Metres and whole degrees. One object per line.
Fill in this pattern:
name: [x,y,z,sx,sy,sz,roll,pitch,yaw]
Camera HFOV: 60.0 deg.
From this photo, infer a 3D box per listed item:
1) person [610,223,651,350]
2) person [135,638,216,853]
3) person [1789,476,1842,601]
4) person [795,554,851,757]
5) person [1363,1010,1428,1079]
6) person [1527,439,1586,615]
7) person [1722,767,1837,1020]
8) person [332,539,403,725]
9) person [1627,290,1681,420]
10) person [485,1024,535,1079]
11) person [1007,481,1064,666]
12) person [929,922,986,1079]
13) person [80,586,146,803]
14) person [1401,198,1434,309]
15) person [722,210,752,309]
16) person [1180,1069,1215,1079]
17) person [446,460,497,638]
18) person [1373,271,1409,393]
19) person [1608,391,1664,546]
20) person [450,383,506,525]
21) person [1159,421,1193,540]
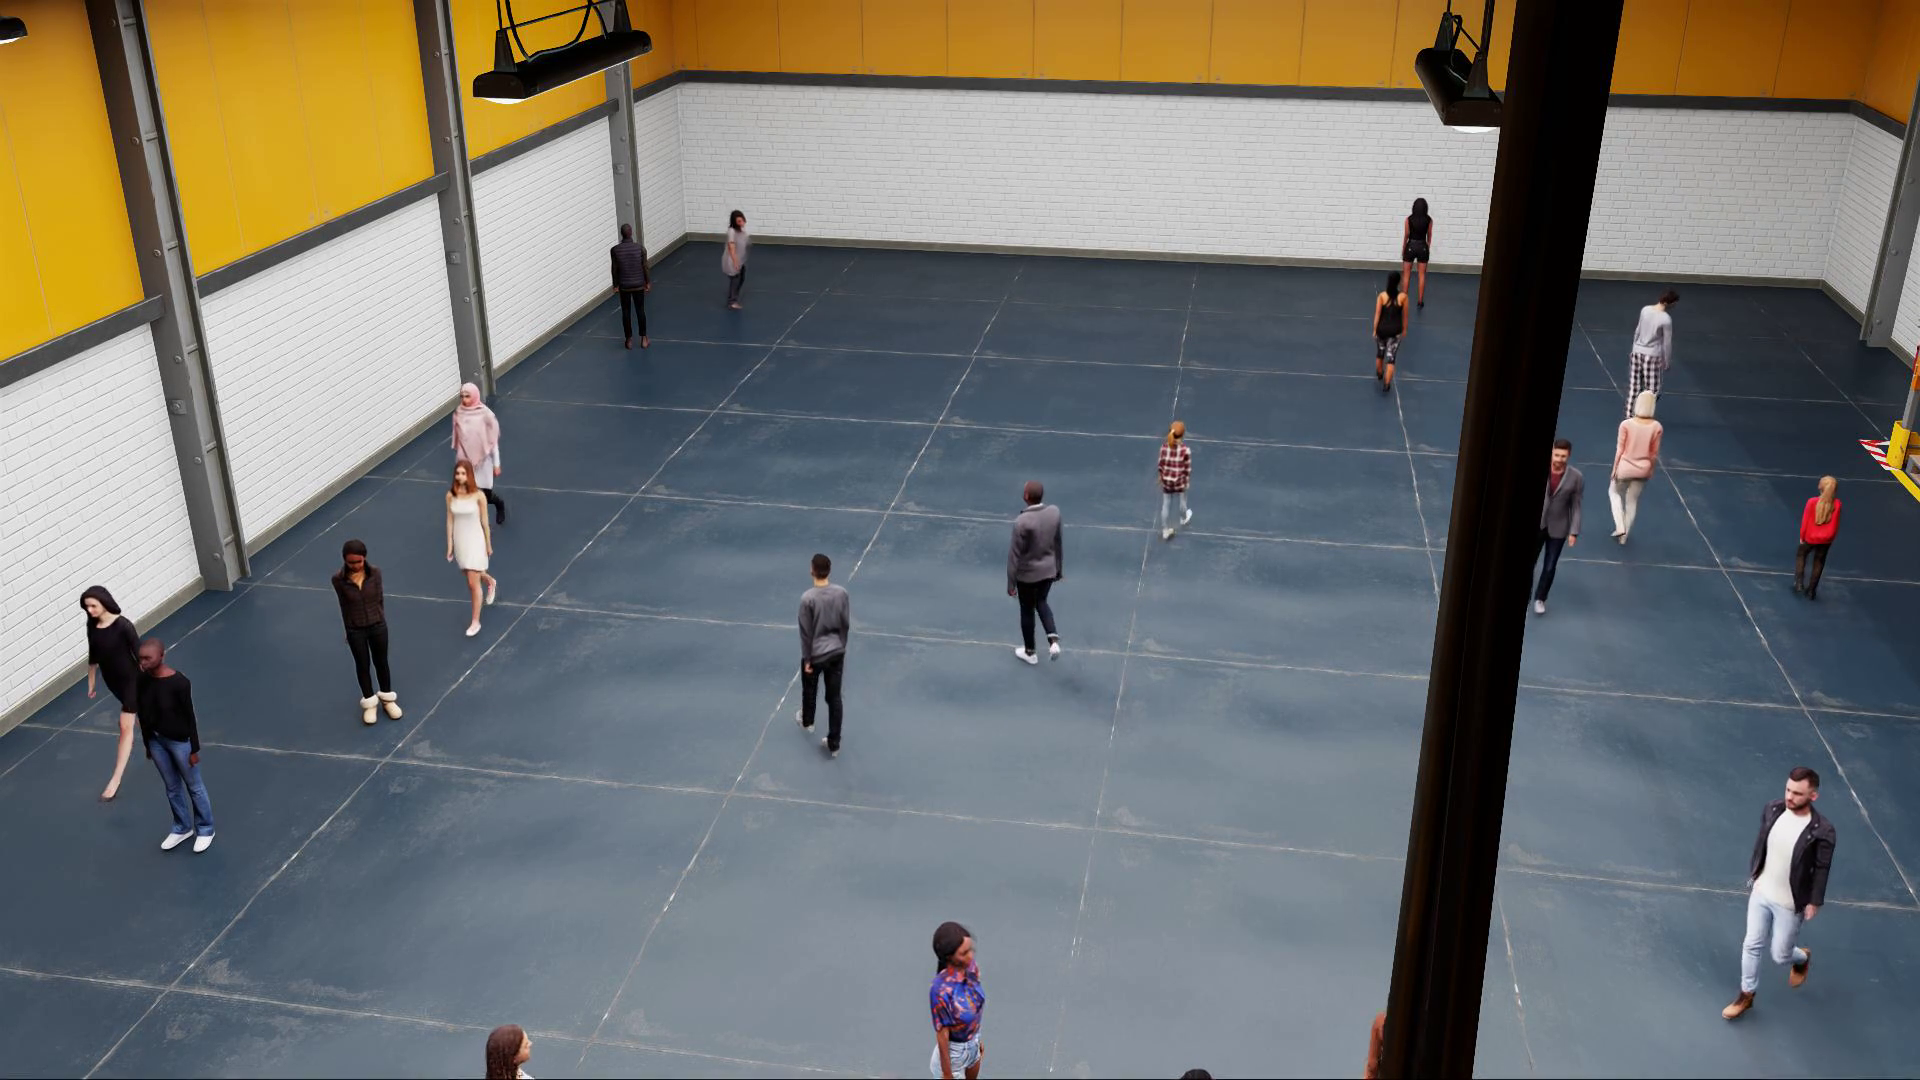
person: [-4.823,-3.725,24.361,0.768,1.835,0.696,-4,24,-9]
person: [-5.904,1.514,12.482,0.595,1.750,0.532,3,24,7]
person: [8.548,-0.001,16.542,0.522,1.273,0.529,7,25,16]
person: [-1.092,0.982,13.721,0.951,1.731,1.069,-11,26,-23]
person: [2.319,3.112,8.808,1.219,1.763,1.067,-22,32,-40]
person: [5.703,-0.136,16.136,0.854,1.846,1.015,9,25,20]
person: [5.327,2.261,10.690,1.061,1.816,1.016,-14,27,-29]
person: [-5.130,0.746,14.349,0.703,1.661,0.762,-7,25,-17]
person: [8.772,-2.346,21.231,0.875,1.814,0.940,21,31,39]
person: [-2.316,3.260,8.603,1.120,1.658,1.046,-16,28,-33]
person: [0.738,0.339,15.094,0.933,1.809,0.989,-13,27,-26]
person: [-0.027,2.892,9.333,0.707,1.746,0.560,12,26,26]
person: [-6.607,1.149,13.319,0.789,1.748,1.181,9,25,20]
person: [7.231,-4.555,26.376,0.604,1.741,0.511,3,24,6]
person: [-3.590,-4.453,26.351,0.776,1.574,0.608,-1,24,-3]
person: [1.245,3.344,8.911,0.640,1.256,0.577,-15,28,-31]
person: [-4.686,0.013,16.005,0.562,1.679,1.111,5,24,11]
person: [5.819,-2.796,22.503,0.618,1.620,1.083,5,24,11]
person: [7.157,-0.729,17.656,0.603,1.714,0.619,3,24,7]
person: [-5.134,-0.821,17.774,0.644,1.789,0.913,3,24,7]
person: [2.291,-0.629,17.967,0.680,1.281,0.891,11,26,23]
